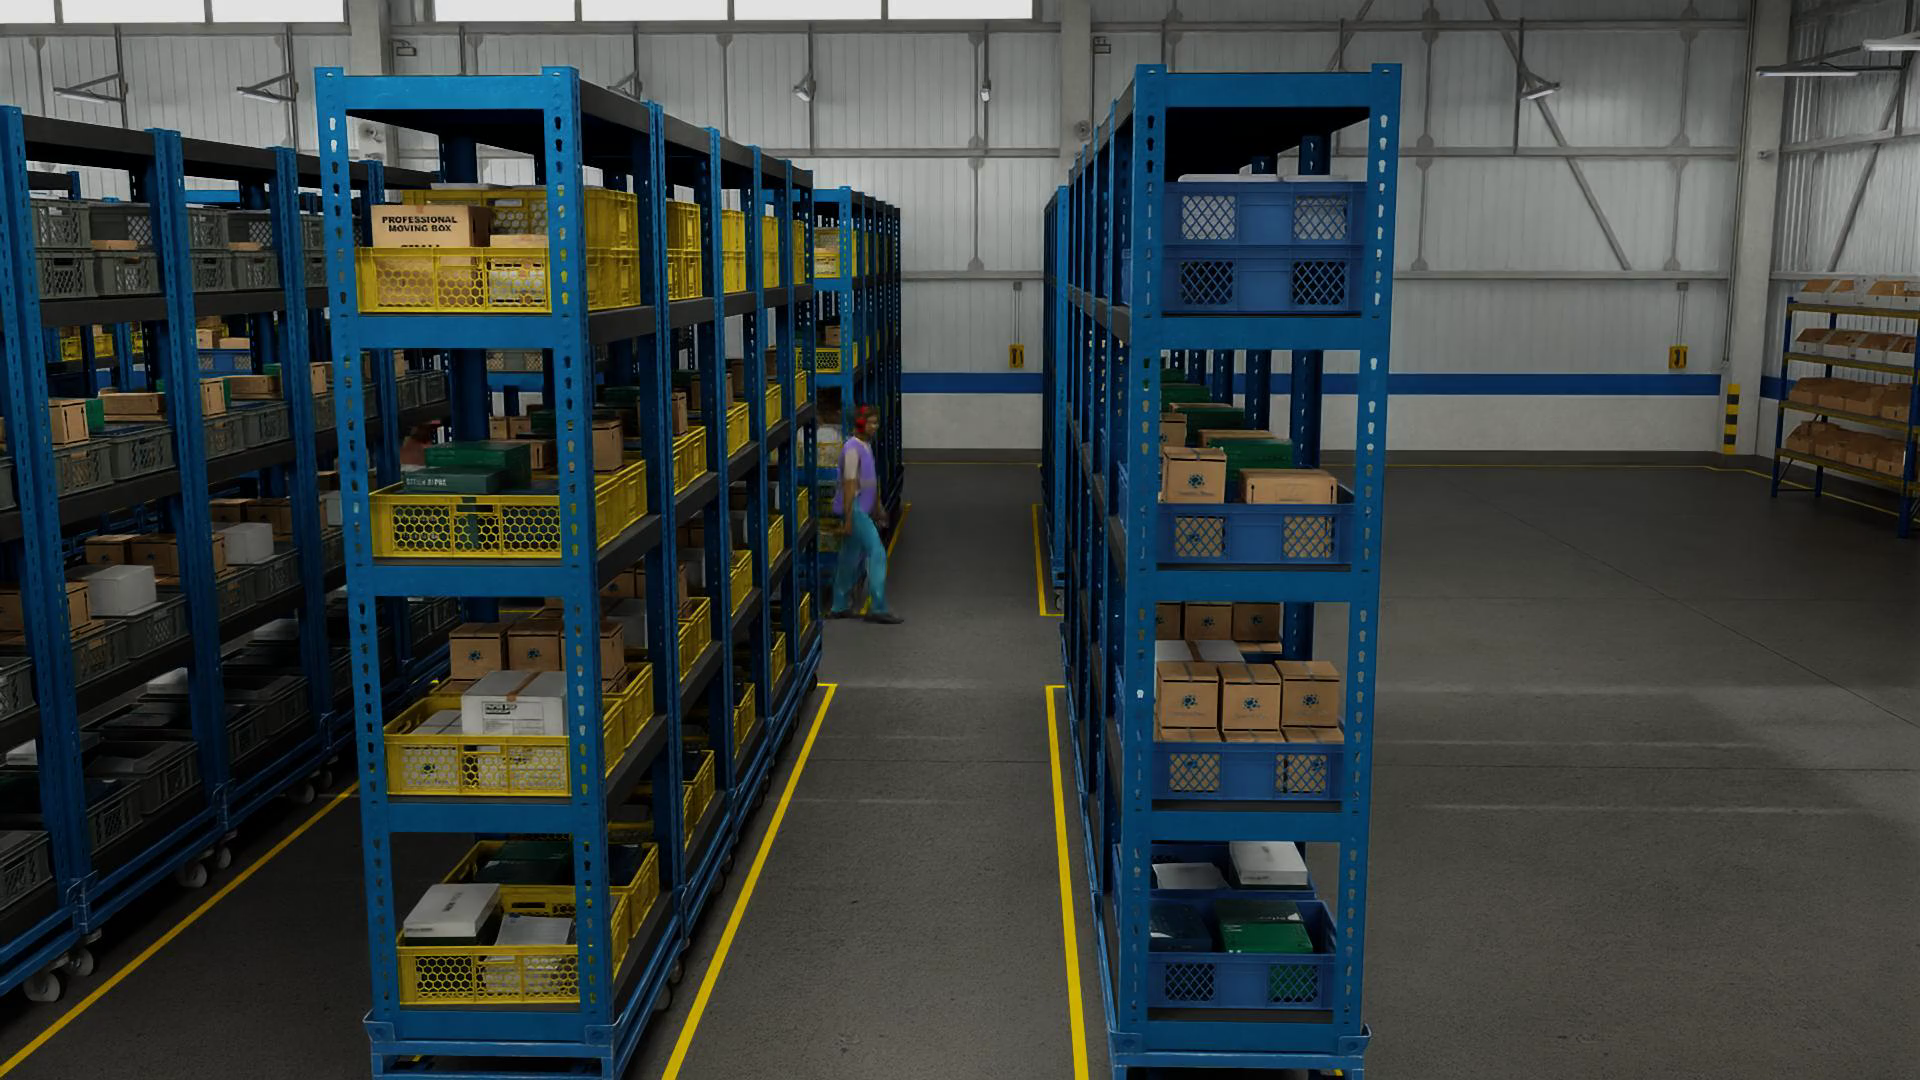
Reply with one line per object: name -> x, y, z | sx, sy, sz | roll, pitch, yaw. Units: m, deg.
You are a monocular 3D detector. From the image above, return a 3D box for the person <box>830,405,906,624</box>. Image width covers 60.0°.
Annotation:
person -> -0.737, -0.208, 13.772 | 0.793, 1.814, 0.578 | 0, 10, 2

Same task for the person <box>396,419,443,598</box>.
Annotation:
person -> -3.984, -0.068, 12.464 | 0.429, 1.978, 0.616 | 4, 10, 22
